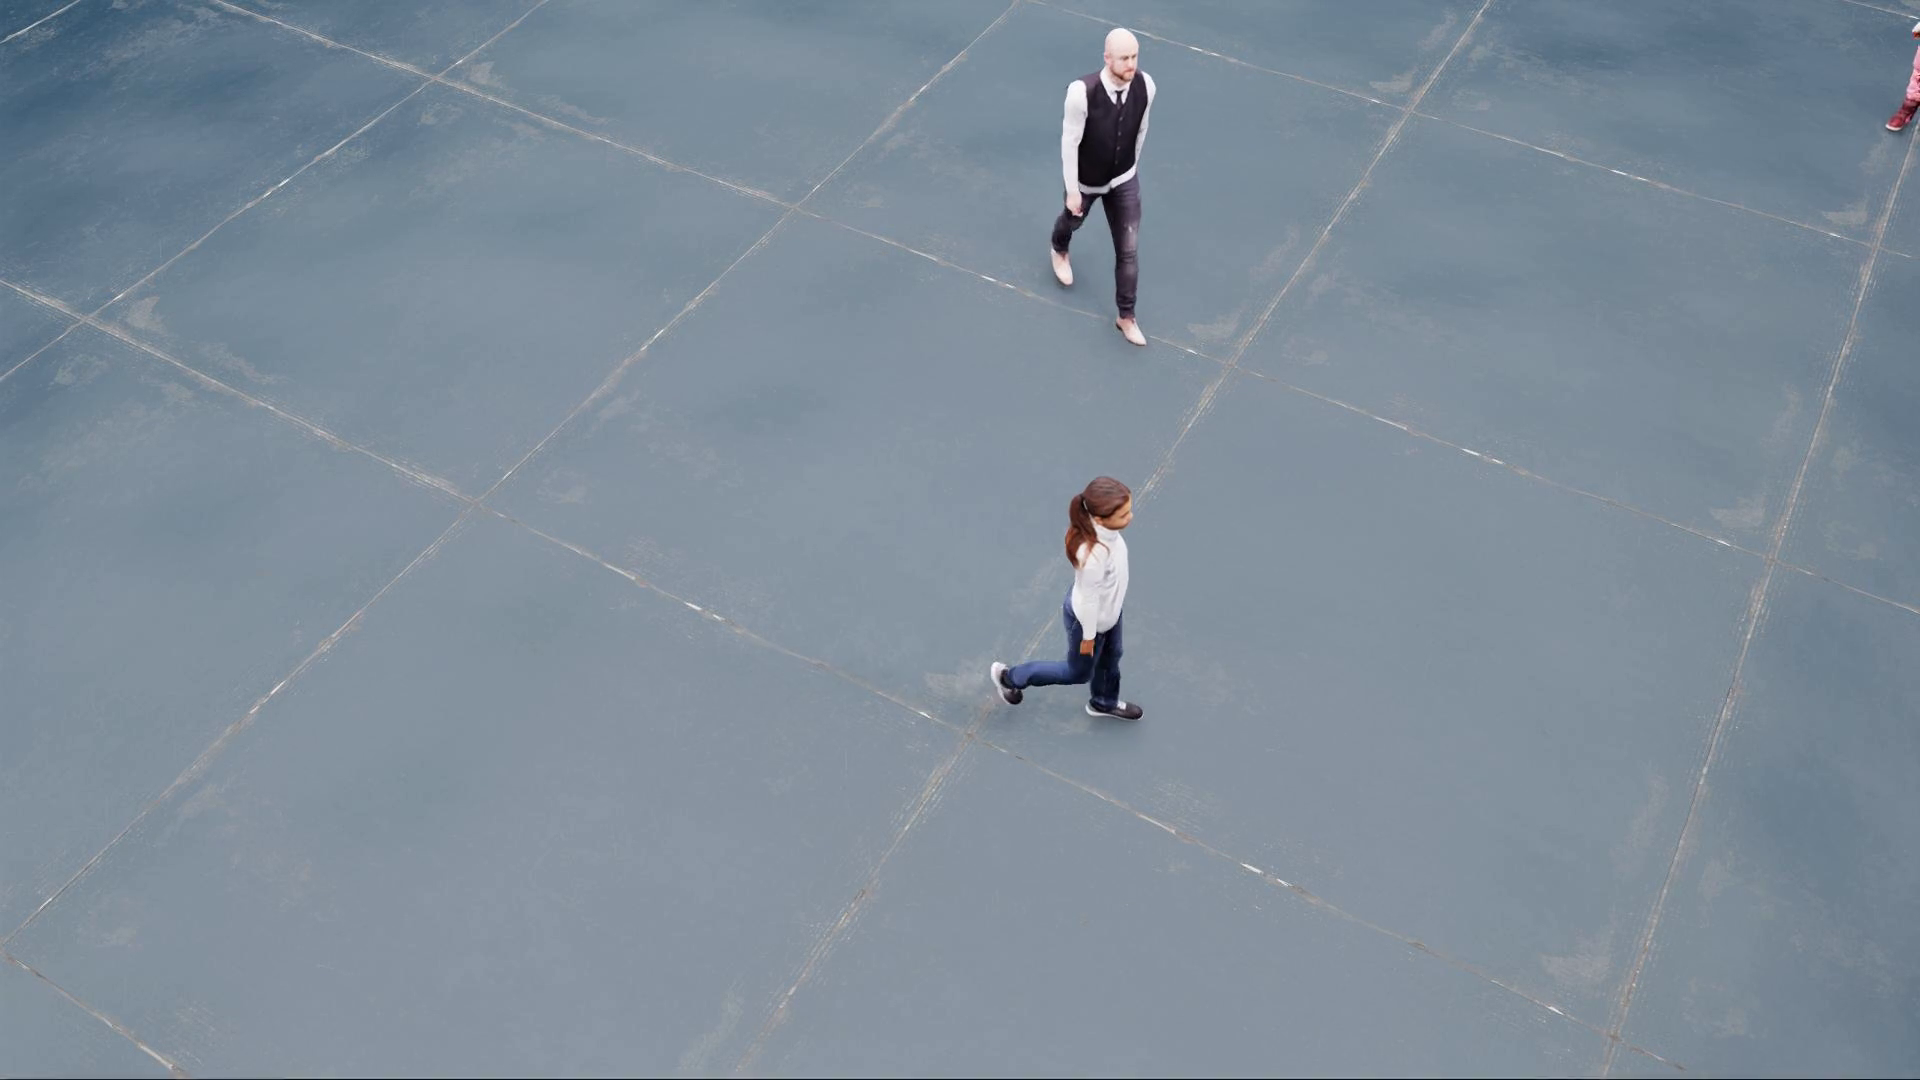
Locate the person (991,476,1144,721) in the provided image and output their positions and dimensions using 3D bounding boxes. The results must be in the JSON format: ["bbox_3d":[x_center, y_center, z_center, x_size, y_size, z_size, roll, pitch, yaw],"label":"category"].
[{"bbox_3d":[0.502,0.287,7.253,0.990,1.541,0.706,9,48,8],"label":"person"}]

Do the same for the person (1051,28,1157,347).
[{"bbox_3d":[0.738,-2.036,9.239,1.212,1.778,1.316,-14,49,-13],"label":"person"}]
